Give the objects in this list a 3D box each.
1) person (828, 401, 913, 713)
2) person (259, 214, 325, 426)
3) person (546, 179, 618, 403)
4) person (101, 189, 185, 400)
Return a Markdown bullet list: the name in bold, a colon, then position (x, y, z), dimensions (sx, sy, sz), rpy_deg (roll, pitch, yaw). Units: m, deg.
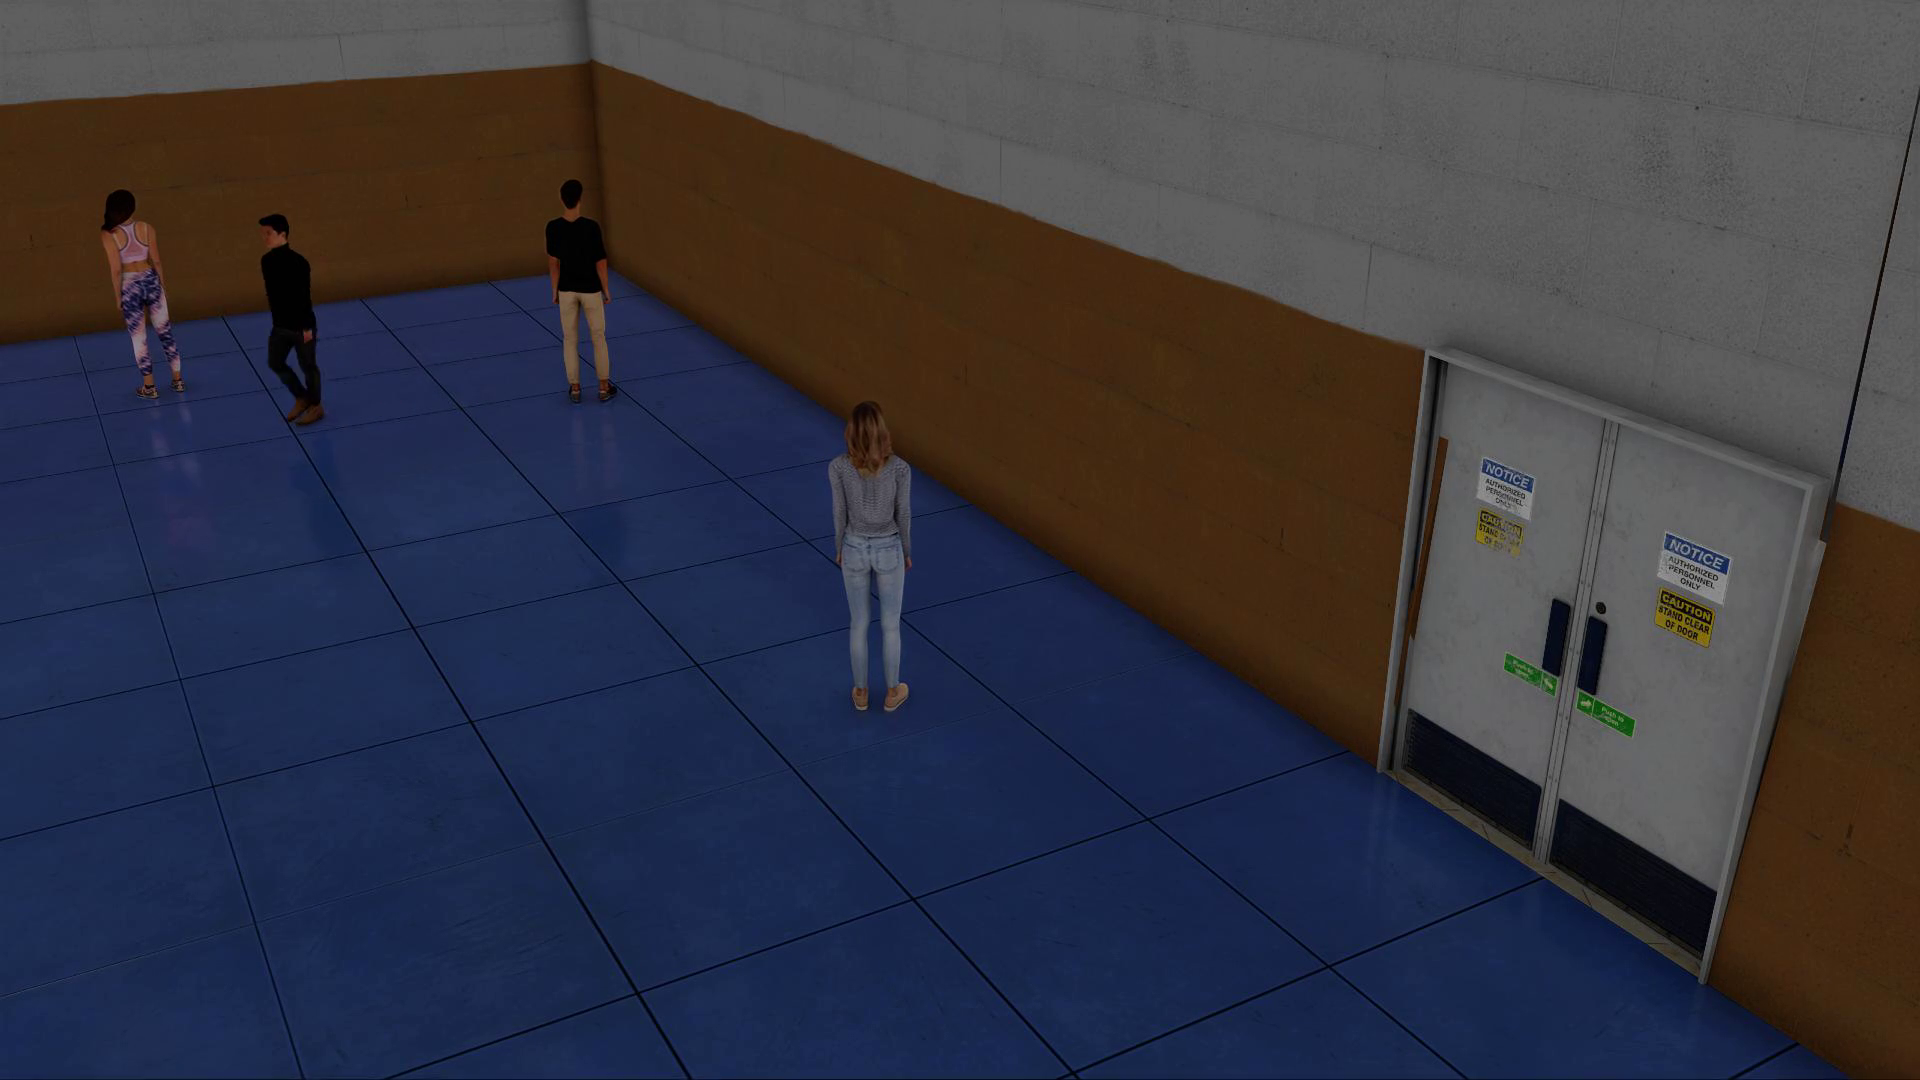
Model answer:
- **person**: position (-0.473, 0.094, 9.023), dimensions (0.632, 1.796, 0.730), rpy_deg (2, 24, 4)
- **person**: position (-5.340, -1.791, 13.430), dimensions (0.757, 1.716, 0.777), rpy_deg (11, 26, 23)
- **person**: position (-3.165, -2.072, 13.865), dimensions (0.622, 1.859, 0.765), rpy_deg (-2, 24, -3)
- **person**: position (-6.908, -2.080, 14.030), dimensions (0.553, 1.766, 0.710), rpy_deg (-21, 31, -40)
